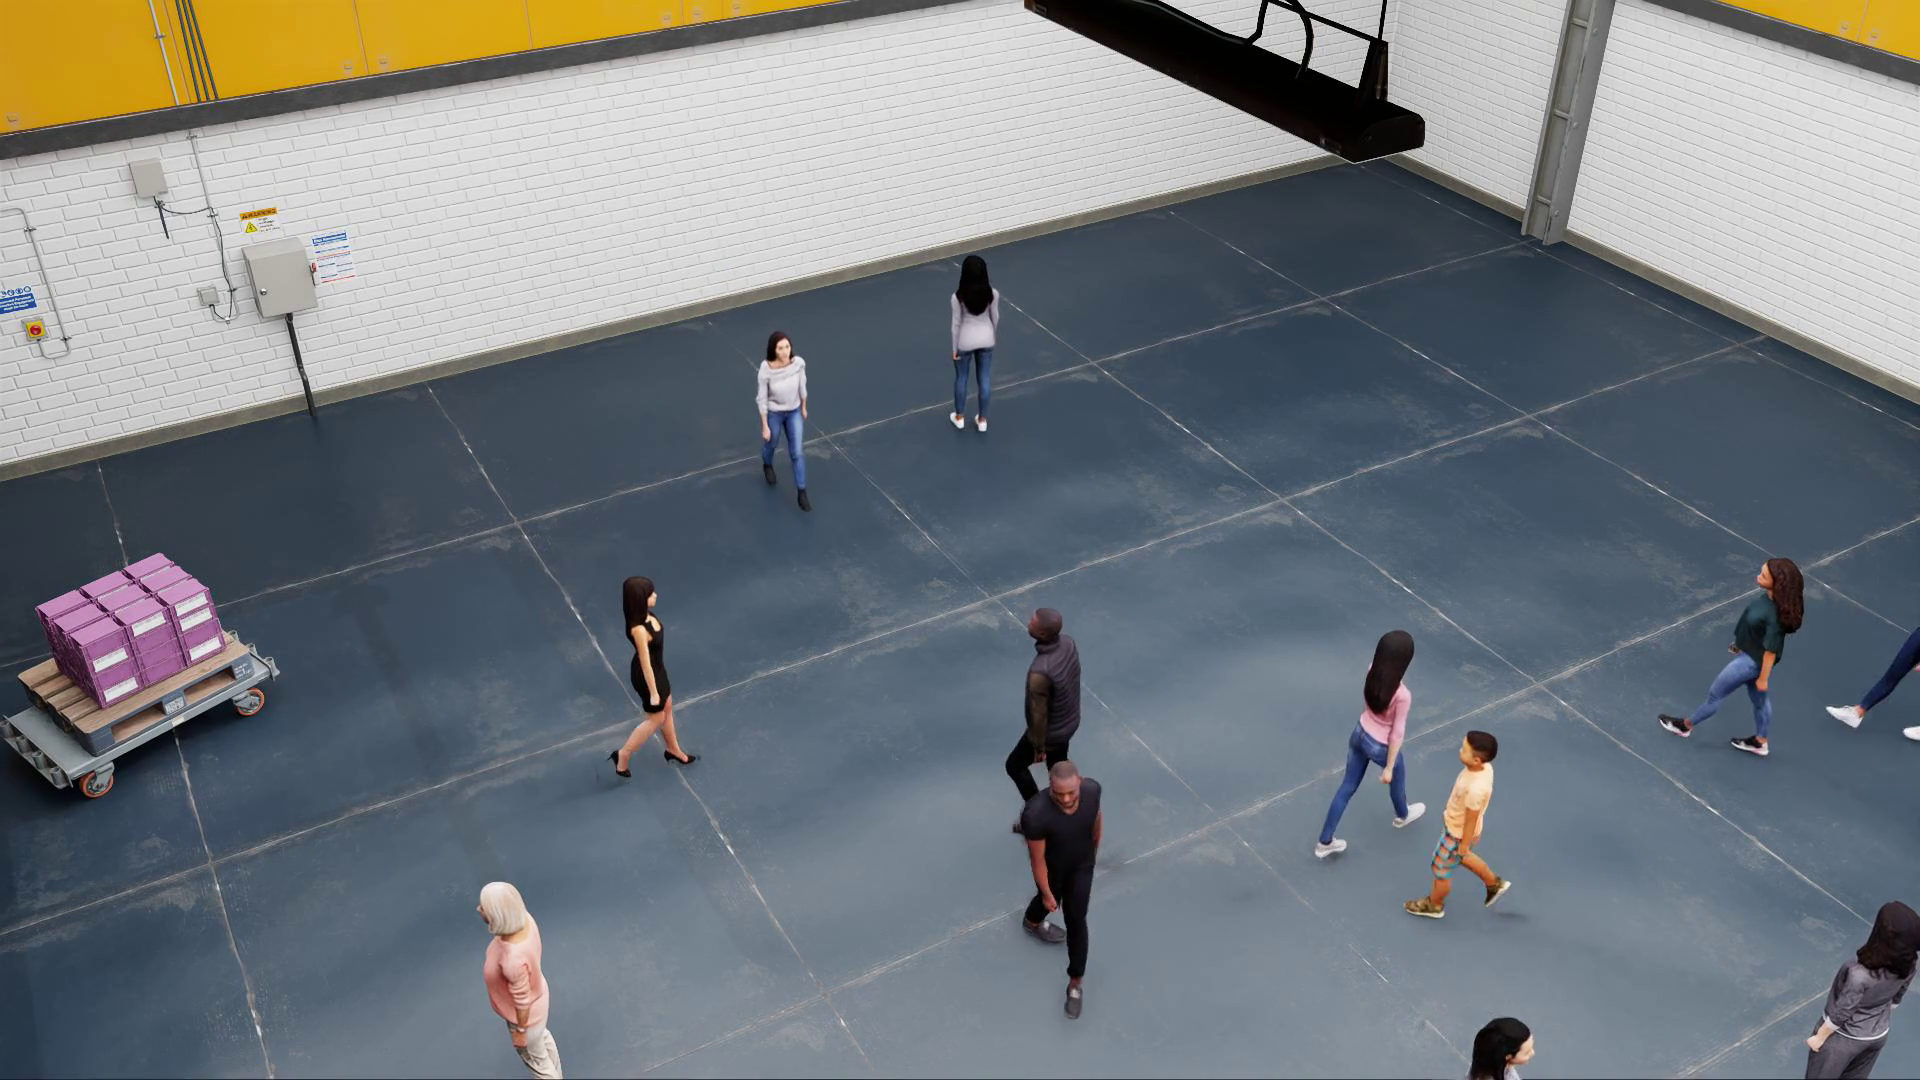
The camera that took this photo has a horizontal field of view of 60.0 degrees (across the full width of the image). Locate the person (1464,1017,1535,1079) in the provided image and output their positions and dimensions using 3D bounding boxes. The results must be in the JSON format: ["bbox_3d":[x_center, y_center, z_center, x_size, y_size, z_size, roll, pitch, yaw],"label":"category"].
[{"bbox_3d":[2.441,2.937,8.130,0.904,1.714,0.837,12,35,17],"label":"person"}]

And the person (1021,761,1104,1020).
[{"bbox_3d":[0.573,1.863,9.699,0.861,1.767,1.113,-15,36,-21],"label":"person"}]

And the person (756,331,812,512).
[{"bbox_3d":[-1.573,-1.083,14.289,0.669,1.591,1.054,-15,37,-22],"label":"person"}]

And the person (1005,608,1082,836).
[{"bbox_3d":[0.643,1.221,10.612,0.841,1.825,0.830,19,38,26],"label":"person"}]

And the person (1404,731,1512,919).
[{"bbox_3d":[3.132,1.760,10.143,0.898,1.446,0.839,8,34,12],"label":"person"}]

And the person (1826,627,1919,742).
[{"bbox_3d":[6.818,0.734,11.424,1.103,1.736,1.108,6,34,9],"label":"person"}]

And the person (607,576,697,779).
[{"bbox_3d":[-2.149,0.940,11.202,0.803,1.640,0.851,-6,34,-9],"label":"person"}]

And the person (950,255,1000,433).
[{"bbox_3d":[0.167,-1.767,15.194,0.703,1.729,0.715,-7,34,-10],"label":"person"}]

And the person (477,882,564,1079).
[{"bbox_3d":[-2.315,2.457,8.842,0.723,1.726,0.566,-7,34,-10],"label":"person"}]

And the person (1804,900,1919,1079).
[{"bbox_3d":[4.647,2.560,8.653,0.640,1.764,0.577,-10,35,-15],"label":"person"}]

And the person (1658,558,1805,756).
[{"bbox_3d":[5.544,0.835,11.407,1.074,1.588,0.928,15,36,21],"label":"person"}]

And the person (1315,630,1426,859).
[{"bbox_3d":[2.575,1.326,10.572,0.670,1.694,1.054,-17,37,-23],"label":"person"}]
